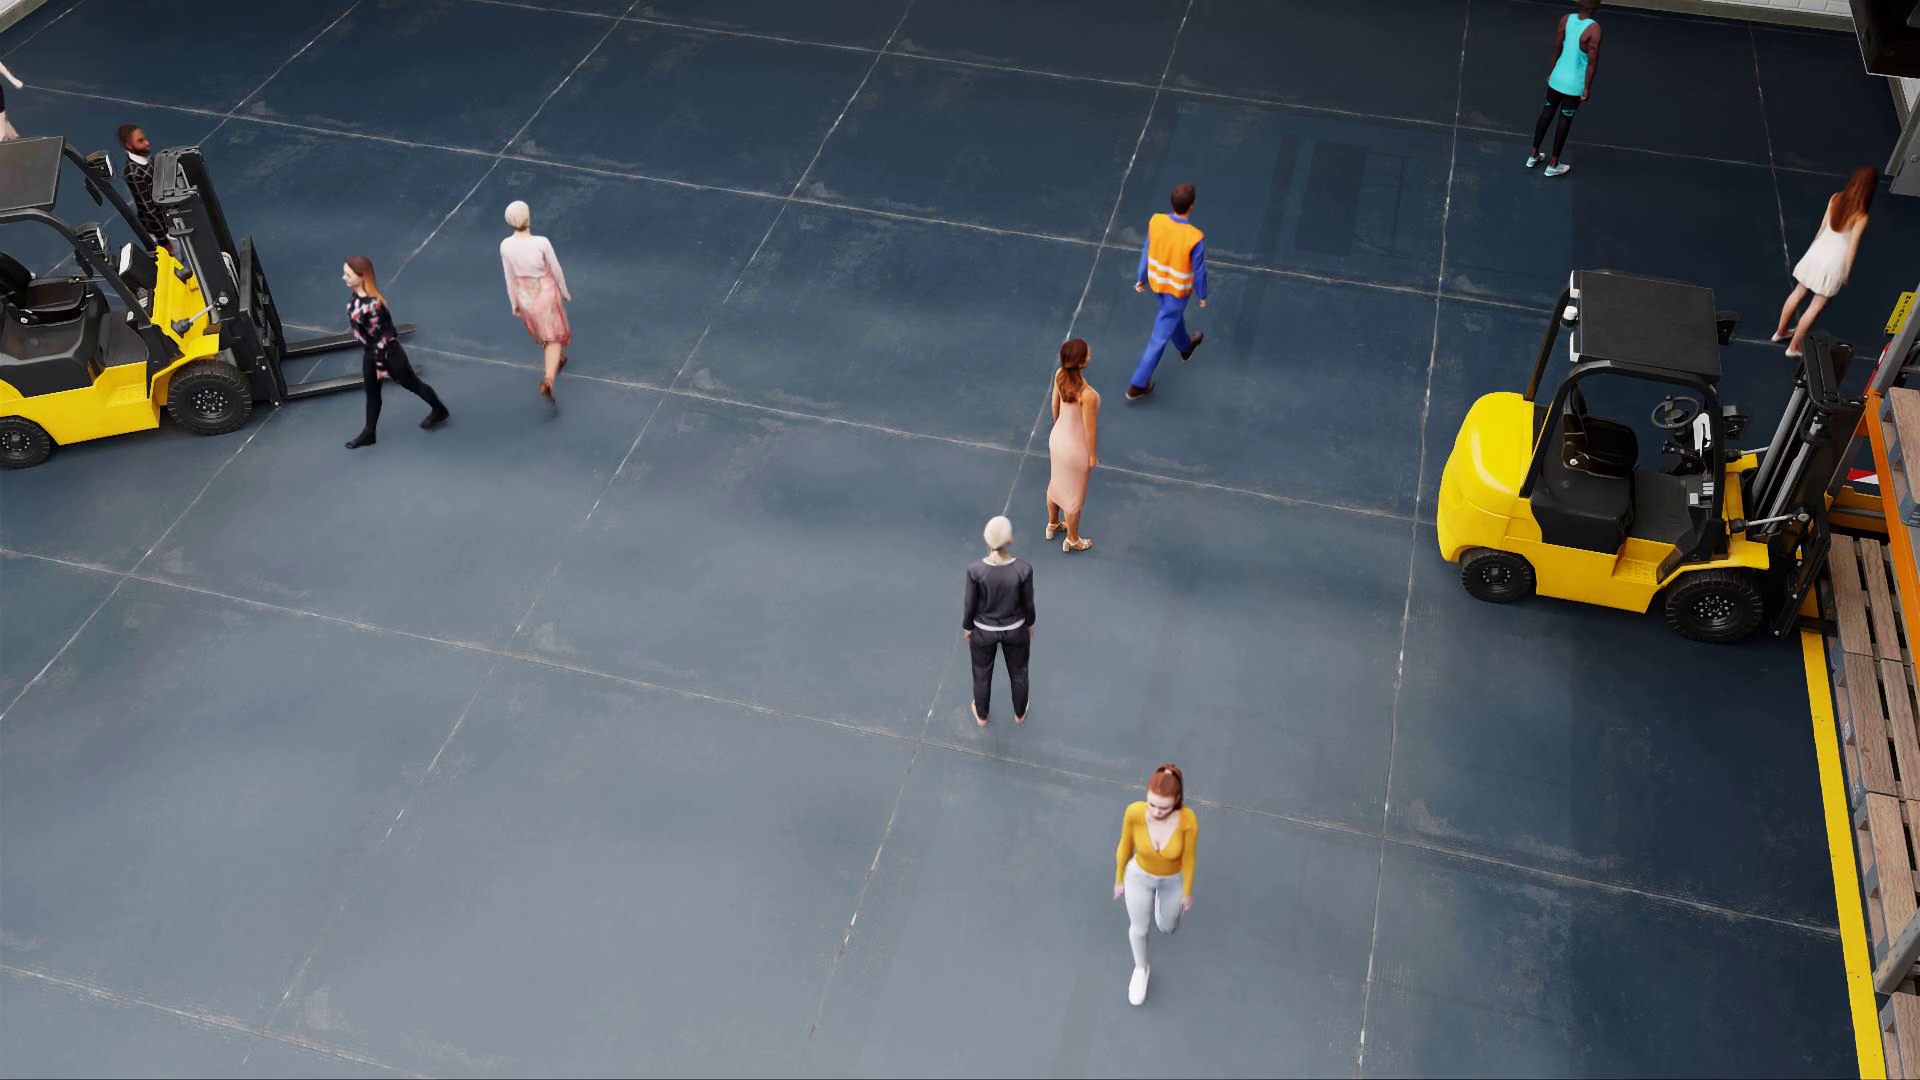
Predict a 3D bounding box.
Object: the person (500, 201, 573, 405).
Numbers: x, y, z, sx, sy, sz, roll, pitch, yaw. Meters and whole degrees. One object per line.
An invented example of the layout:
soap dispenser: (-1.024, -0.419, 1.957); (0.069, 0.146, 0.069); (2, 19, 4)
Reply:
person: (-3.300, -1.834, 13.004); (0.712, 1.667, 1.044); (3, 44, 3)

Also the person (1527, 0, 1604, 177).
person: (5.639, -4.265, 15.452); (0.726, 1.810, 0.694); (-27, 50, -26)

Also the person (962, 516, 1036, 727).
person: (0.248, 0.526, 10.485); (0.668, 1.726, 0.620); (-2, 44, -2)

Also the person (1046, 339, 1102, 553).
person: (0.774, -0.659, 11.651); (0.695, 1.832, 0.654); (-26, 49, -25)

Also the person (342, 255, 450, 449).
person: (-4.287, -1.443, 12.616); (1.133, 1.637, 0.999); (-28, 50, -26)

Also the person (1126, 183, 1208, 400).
person: (1.594, -1.894, 12.961); (1.111, 1.813, 1.339); (34, 53, 31)

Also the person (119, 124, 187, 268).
person: (-6.579, -2.597, 13.696); (0.804, 1.818, 0.659); (-9, 44, -10)

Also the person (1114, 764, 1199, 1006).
person: (1.087, 1.805, 9.131); (0.638, 1.740, 0.921); (7, 44, 7)

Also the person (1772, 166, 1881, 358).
person: (6.987, -2.247, 13.409); (0.708, 1.706, 0.620); (-14, 45, -14)
